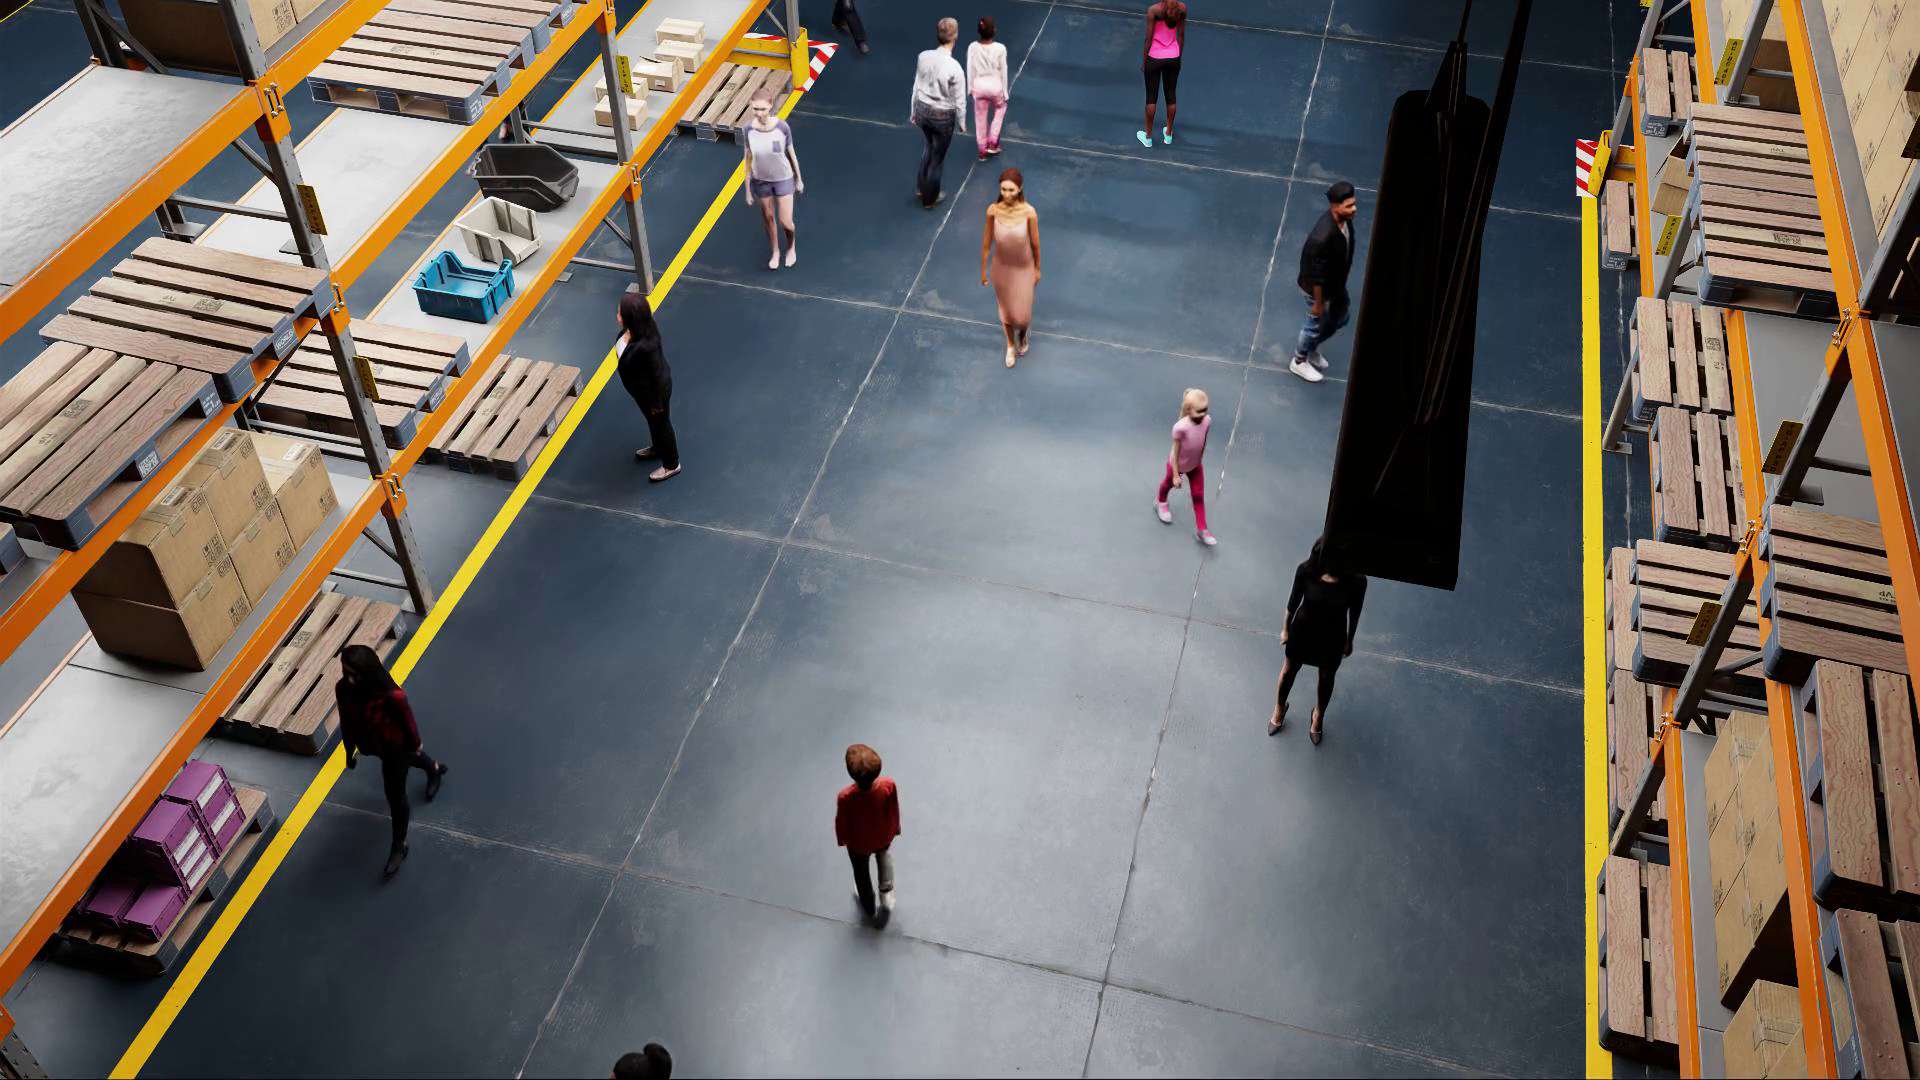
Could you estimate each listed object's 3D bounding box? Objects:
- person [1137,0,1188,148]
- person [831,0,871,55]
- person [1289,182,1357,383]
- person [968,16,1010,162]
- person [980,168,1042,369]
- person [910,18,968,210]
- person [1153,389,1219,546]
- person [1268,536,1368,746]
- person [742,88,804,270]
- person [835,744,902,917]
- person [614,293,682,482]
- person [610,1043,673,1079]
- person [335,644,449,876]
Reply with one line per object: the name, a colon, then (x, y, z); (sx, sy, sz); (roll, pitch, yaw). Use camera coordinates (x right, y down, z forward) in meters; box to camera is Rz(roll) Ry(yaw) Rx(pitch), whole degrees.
person: (1.928, -4.553, 15.781); (0.645, 1.724, 0.678); (-9, 44, -9)
person: (-1.240, -5.992, 17.265); (1.269, 1.761, 1.329); (-24, 49, -23)
person: (2.799, -2.064, 13.117); (0.853, 1.795, 0.720); (26, 49, 25)
person: (0.255, -4.225, 15.642); (0.556, 1.440, 0.528); (11, 45, 11)
person: (0.440, -2.193, 13.237); (0.624, 1.817, 0.638); (8, 44, 8)
person: (-0.250, -3.751, 14.894); (0.781, 1.787, 0.779); (23, 48, 22)
person: (1.581, -0.591, 11.971); (0.838, 1.242, 0.939); (-17, 46, -17)
person: (2.223, 0.605, 10.309); (0.603, 1.804, 0.515); (13, 45, 13)
person: (-1.586, -3.128, 14.268); (0.674, 1.747, 0.656); (5, 44, 6)
person: (-0.490, 1.703, 9.443); (0.641, 1.409, 0.693); (-15, 46, -15)
person: (-2.297, -1.154, 12.291); (0.829, 1.616, 0.761); (-19, 47, -19)
person: (-1.452, 2.932, 7.895); (0.676, 1.764, 0.697); (31, 52, 29)
person: (-3.372, 1.131, 9.893); (0.597, 1.616, 1.055); (11, 45, 11)
